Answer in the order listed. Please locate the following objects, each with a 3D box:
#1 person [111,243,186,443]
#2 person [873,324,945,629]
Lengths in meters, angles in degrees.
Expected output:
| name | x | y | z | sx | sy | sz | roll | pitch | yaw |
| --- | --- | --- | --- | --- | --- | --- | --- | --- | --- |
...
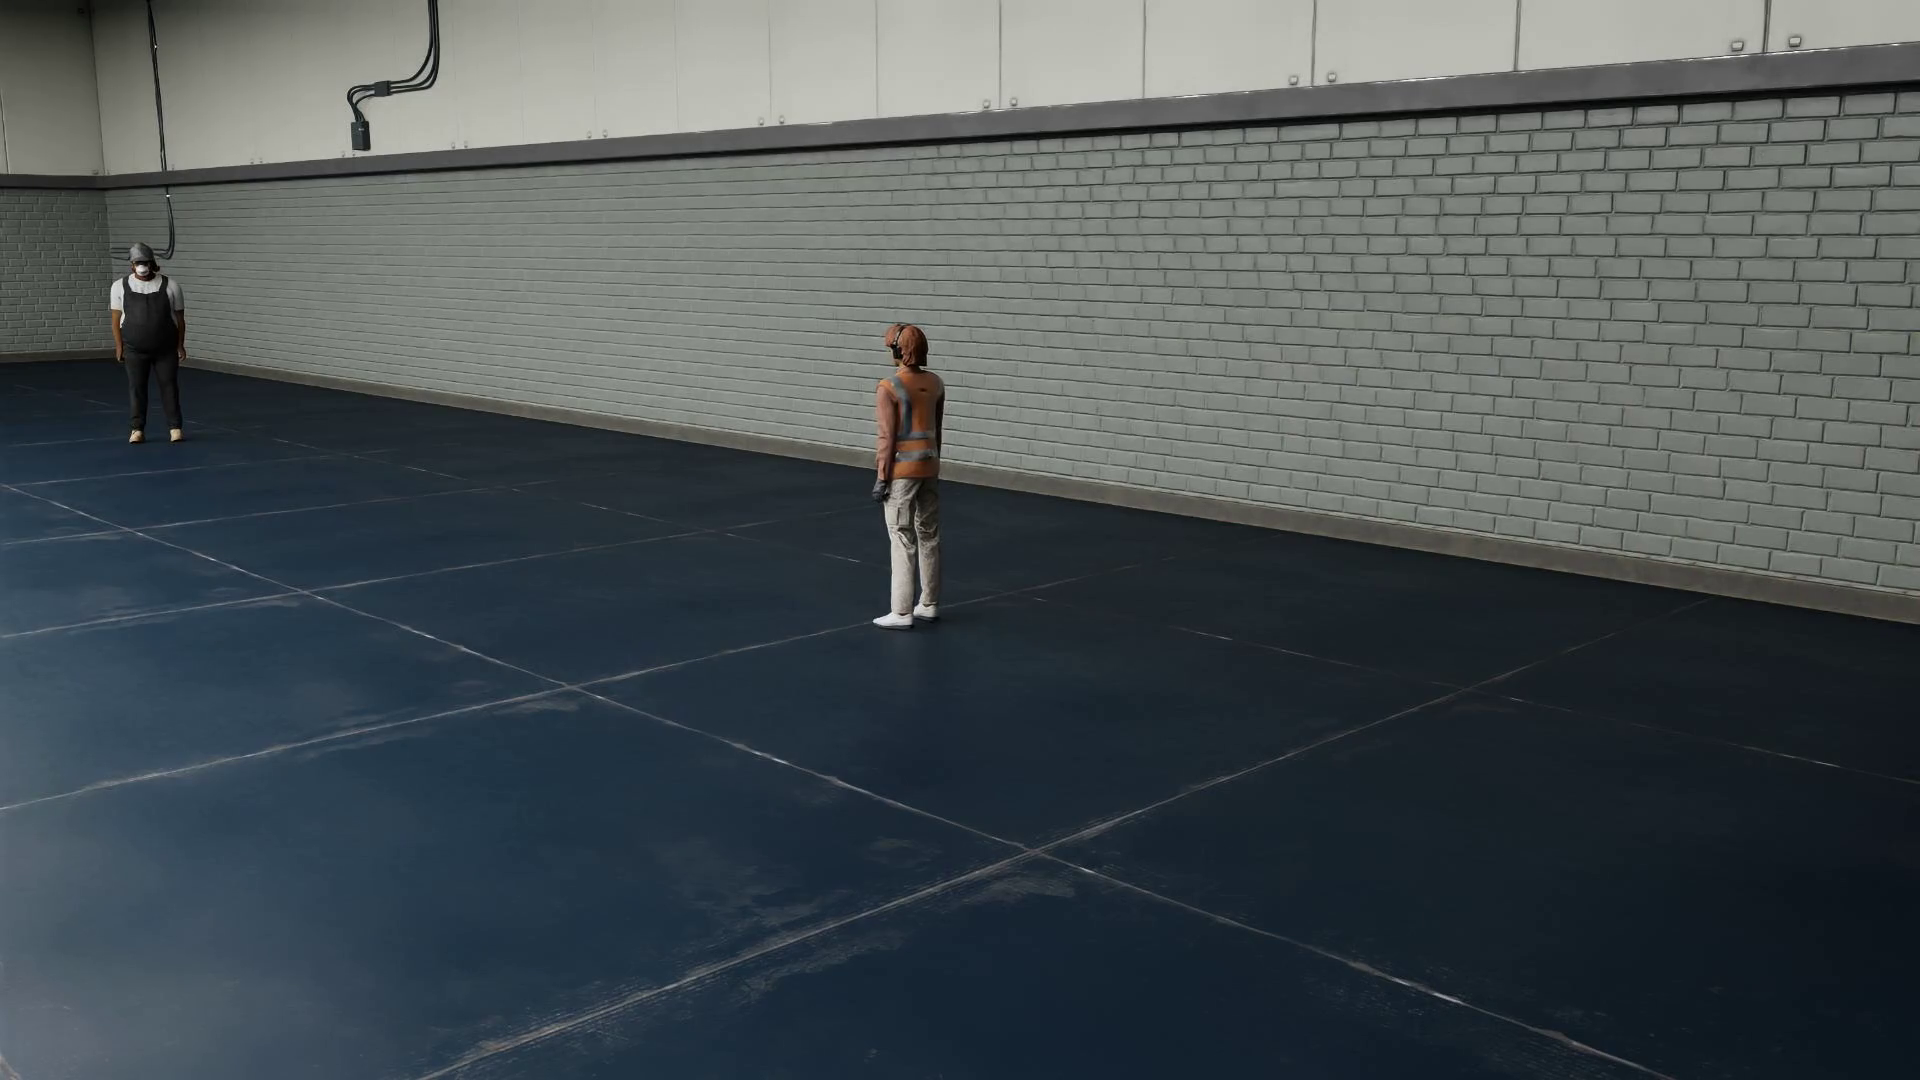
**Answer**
| name | x | y | z | sx | sy | sz | roll | pitch | yaw |
| --- | --- | --- | --- | --- | --- | --- | --- | --- | --- |
| person | -8.303 | -2.001 | 17.057 | 0.689 | 2.000 | 0.539 | -5 | 11 | -23 |
| person | -0.273 | -0.343 | 8.991 | 0.306 | 1.640 | 0.522 | 8 | 13 | 36 |
